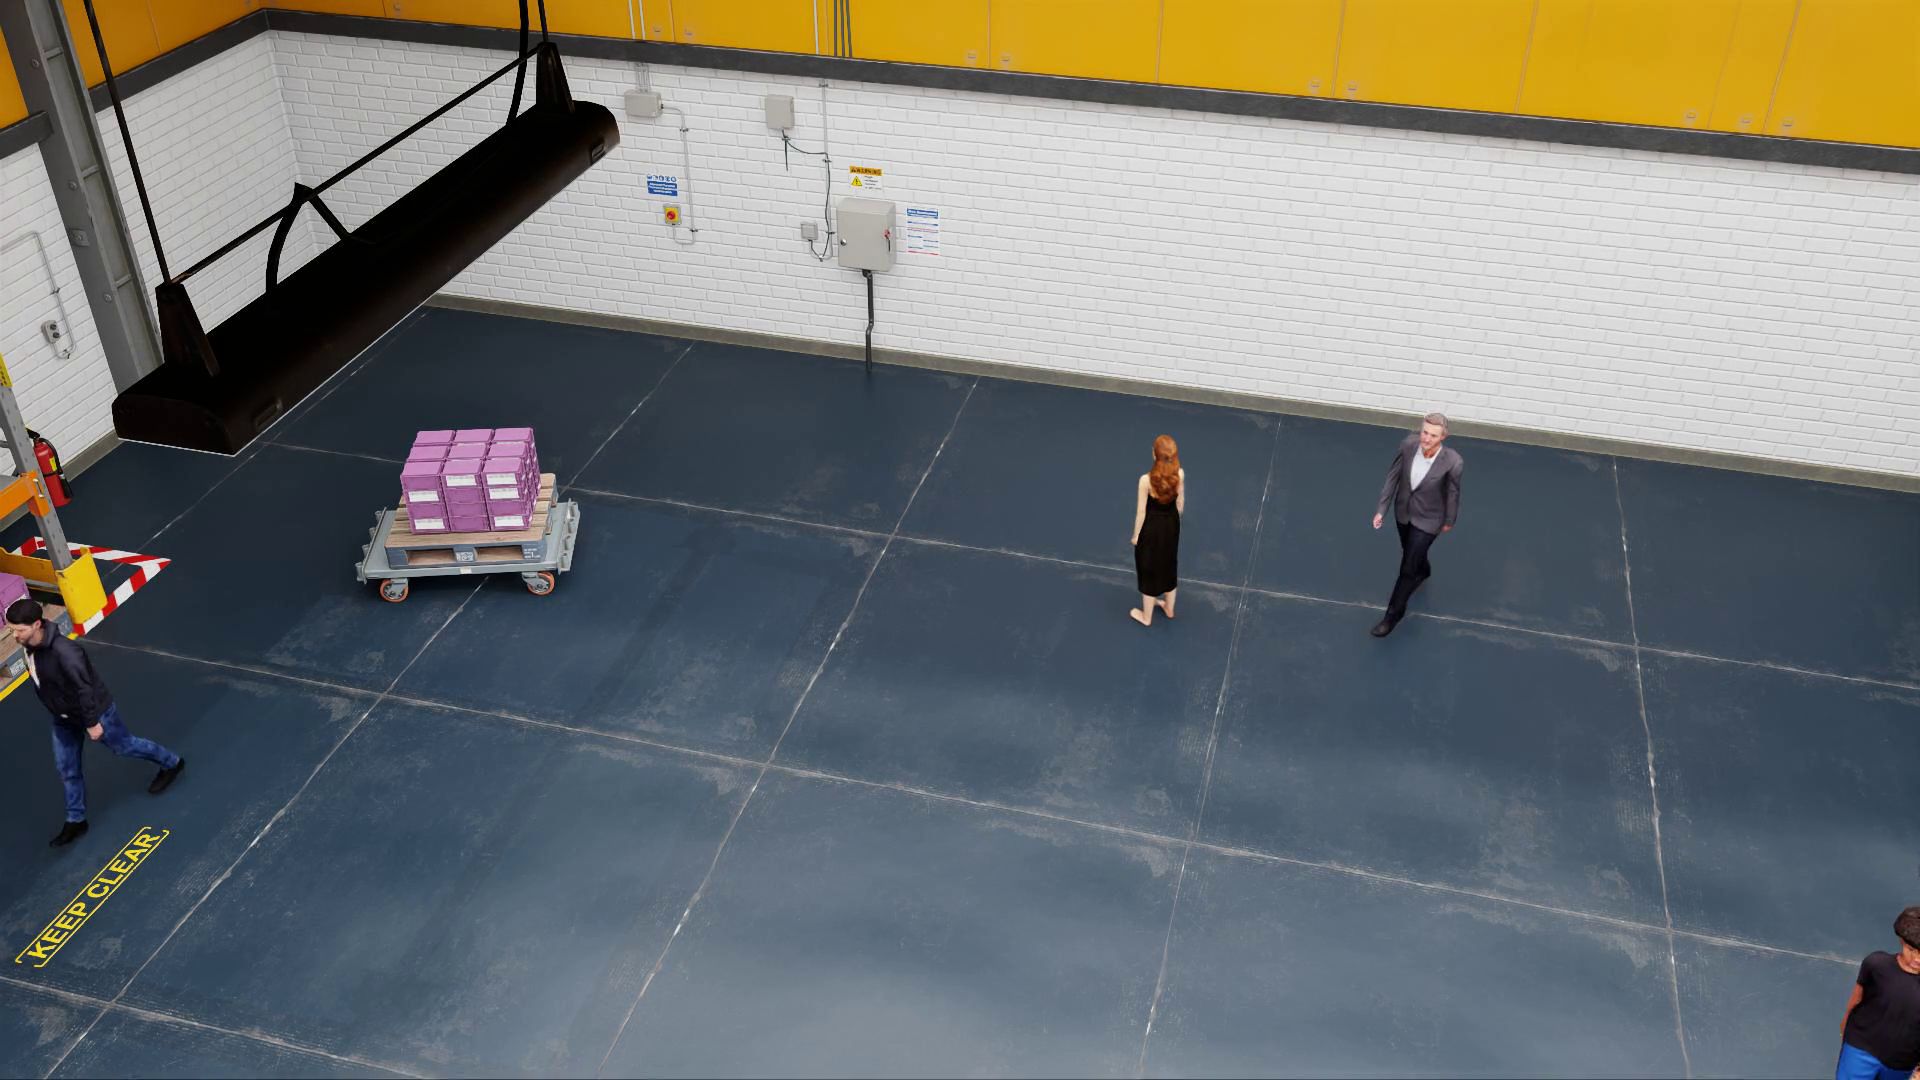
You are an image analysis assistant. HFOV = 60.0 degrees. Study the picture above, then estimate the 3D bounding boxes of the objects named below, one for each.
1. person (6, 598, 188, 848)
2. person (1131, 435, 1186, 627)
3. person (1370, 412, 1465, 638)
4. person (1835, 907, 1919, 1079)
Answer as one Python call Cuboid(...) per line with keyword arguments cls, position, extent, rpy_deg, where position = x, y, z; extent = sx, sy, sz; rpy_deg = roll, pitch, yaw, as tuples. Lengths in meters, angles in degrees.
Cuboid(cls="person", position=(-5.570, 1.042, 10.729), extent=(0.911, 1.835, 1.296), rpy_deg=(20, 38, 27))
Cuboid(cls="person", position=(1.505, -0.071, 12.594), extent=(0.682, 1.625, 0.733), rpy_deg=(-15, 36, -21))
Cuboid(cls="person", position=(3.524, -0.209, 12.656), extent=(1.353, 1.785, 1.127), rpy_deg=(-28, 42, -35))
Cuboid(cls="person", position=(4.772, 2.531, 8.549), extent=(0.798, 1.770, 1.196), rpy_deg=(18, 38, 25))
